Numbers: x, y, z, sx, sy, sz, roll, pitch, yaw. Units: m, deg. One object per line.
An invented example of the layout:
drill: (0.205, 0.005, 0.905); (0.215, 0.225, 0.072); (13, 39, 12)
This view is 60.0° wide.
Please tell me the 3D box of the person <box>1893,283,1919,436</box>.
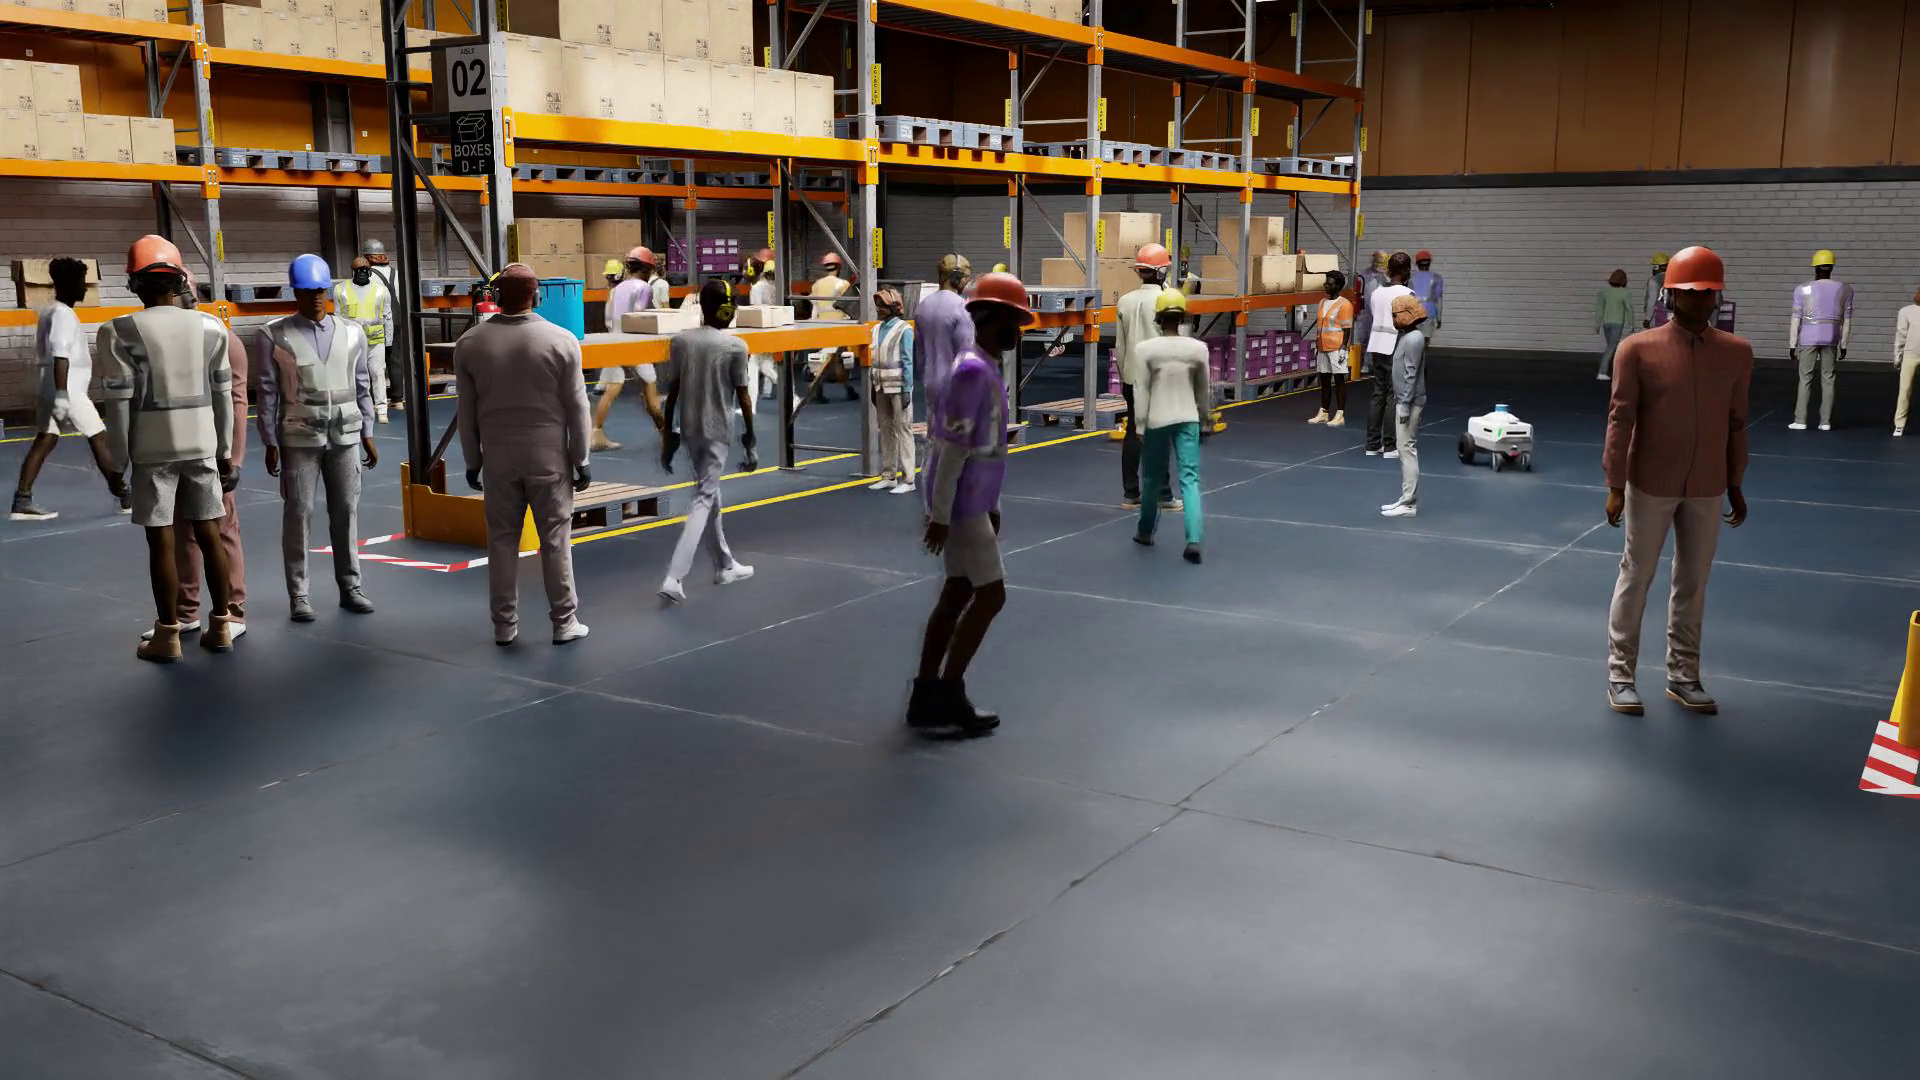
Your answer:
person: (9.873, -1.862, 17.103); (0.493, 1.627, 0.286); (4, 11, 23)

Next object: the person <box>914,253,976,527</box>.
person: (-0.070, -1.024, 11.606); (0.370, 1.934, 0.627); (-8, 13, -36)

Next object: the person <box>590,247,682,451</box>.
person: (-3.169, -1.844, 16.097); (0.650, 1.954, 1.086); (10, 14, 43)

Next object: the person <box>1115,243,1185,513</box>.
person: (1.431, -1.202, 12.410); (0.612, 1.997, 0.376); (10, 14, 43)

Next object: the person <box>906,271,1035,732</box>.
person: (0.035, -0.153, 6.880); (0.582, 1.890, 0.560); (0, 10, -2)

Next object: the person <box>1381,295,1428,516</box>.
person: (3.280, -0.989, 12.273); (0.298, 1.622, 0.506); (2, 10, 8)

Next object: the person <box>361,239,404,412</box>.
person: (-6.913, -2.538, 19.695); (0.538, 2.000, 0.686); (5, 12, 28)

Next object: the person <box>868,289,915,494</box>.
person: (-0.544, -1.187, 13.342); (0.311, 1.634, 0.518); (-8, 13, -39)

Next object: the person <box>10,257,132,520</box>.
person: (-6.494, -1.102, 12.135); (1.025, 1.903, 0.608); (-9, 14, -41)

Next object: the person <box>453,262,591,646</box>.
person: (-2.159, -0.420, 8.312); (0.651, 1.913, 0.410); (0, 10, -1)

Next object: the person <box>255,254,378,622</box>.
person: (-3.431, -0.546, 8.912); (0.616, 1.945, 0.398); (-9, 13, -40)

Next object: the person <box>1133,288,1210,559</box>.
person: (1.373, -0.754, 10.718); (0.539, 1.718, 0.919); (-2, 10, -10)

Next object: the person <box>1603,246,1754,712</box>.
person: (3.066, -0.243, 7.104); (0.625, 1.992, 0.389); (-1, 10, -3)

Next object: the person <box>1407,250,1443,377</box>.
person: (6.741, -3.285, 24.281); (0.558, 1.893, 0.934); (5, 12, 27)

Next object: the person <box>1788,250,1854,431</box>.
person: (9.150, -2.120, 17.727); (0.588, 1.919, 0.399); (2, 10, 12)

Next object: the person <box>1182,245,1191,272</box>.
person: (3.903, -4.242, 29.457); (0.383, 1.924, 0.589); (6, 12, 28)

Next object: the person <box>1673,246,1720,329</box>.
person: (9.584, -2.840, 21.646); (0.359, 1.938, 0.635); (-6, 12, -32)

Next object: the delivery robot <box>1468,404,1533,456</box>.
delivery robot: (4.818, -0.966, 14.839); (0.477, 0.478, 0.707); (-1, 10, -6)

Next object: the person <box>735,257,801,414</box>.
person: (-2.253, -2.371, 19.382); (0.782, 1.832, 0.589); (0, 10, -2)

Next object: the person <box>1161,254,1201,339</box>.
person: (3.031, -3.040, 23.060); (0.626, 1.836, 0.428); (0, 10, 3)

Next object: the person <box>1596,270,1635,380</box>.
person: (9.539, -3.124, 24.192); (0.800, 1.586, 0.511); (-7, 12, -33)

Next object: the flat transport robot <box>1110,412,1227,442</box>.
flat transport robot: (2.161, -1.189, 17.121); (0.652, 0.197, 1.431); (6, 12, 32)

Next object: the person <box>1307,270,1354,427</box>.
person: (4.049, -2.084, 18.126); (0.317, 1.700, 0.537); (-5, 11, -27)

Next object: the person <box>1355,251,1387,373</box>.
person: (6.375, -3.497, 25.518); (0.680, 1.872, 0.609); (8, 13, 38)

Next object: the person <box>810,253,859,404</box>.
person: (-1.595, -2.636, 20.735); (0.631, 1.872, 0.970); (7, 12, 34)

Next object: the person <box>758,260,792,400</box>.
person: (-2.382, -2.672, 21.200); (0.524, 1.767, 0.318); (-6, 12, -29)

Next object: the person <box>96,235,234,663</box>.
person: (-3.804, -0.430, 8.006); (0.377, 2.044, 0.607); (9, 13, 40)

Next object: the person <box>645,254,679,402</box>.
person: (-3.791, -2.648, 20.846); (0.518, 1.843, 0.329); (8, 13, 37)

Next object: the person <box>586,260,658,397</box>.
person: (-4.377, -2.734, 21.549); (0.981, 1.773, 0.610); (-3, 11, -16)

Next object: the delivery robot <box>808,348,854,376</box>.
delivery robot: (-1.839, -2.579, 23.776); (0.477, 0.478, 0.707); (8, 13, 36)

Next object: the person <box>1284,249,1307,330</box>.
person: (5.307, -3.653, 26.335); (0.348, 1.879, 0.576); (9, 13, 40)

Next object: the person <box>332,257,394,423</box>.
person: (-6.571, -2.189, 18.347); (0.624, 1.837, 0.429); (-3, 11, -18)

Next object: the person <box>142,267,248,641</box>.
person: (-3.881, -0.419, 8.344); (0.636, 1.903, 0.406); (4, 11, 19)

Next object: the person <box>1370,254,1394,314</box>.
person: (6.384, -3.324, 24.705); (0.613, 1.813, 0.431); (-2, 10, -11)

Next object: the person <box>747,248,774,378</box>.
person: (-2.910, -3.302, 24.299); (0.573, 1.904, 0.755); (5, 11, 25)

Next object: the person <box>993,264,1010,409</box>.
person: (0.482, -2.419, 19.857); (0.493, 1.743, 0.295); (-2, 10, -13)

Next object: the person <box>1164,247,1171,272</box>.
person: (3.740, -4.191, 29.209); (0.641, 1.912, 0.643); (7, 12, 33)

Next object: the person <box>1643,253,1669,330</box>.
person: (10.362, -3.340, 24.711); (0.587, 1.835, 0.404); (-7, 12, -33)

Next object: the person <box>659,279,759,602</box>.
person: (-1.451, -0.570, 9.450); (0.547, 1.816, 0.985); (4, 11, 22)

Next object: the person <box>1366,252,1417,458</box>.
person: (4.017, -1.716, 15.520); (0.391, 1.911, 0.582); (-4, 11, -19)
